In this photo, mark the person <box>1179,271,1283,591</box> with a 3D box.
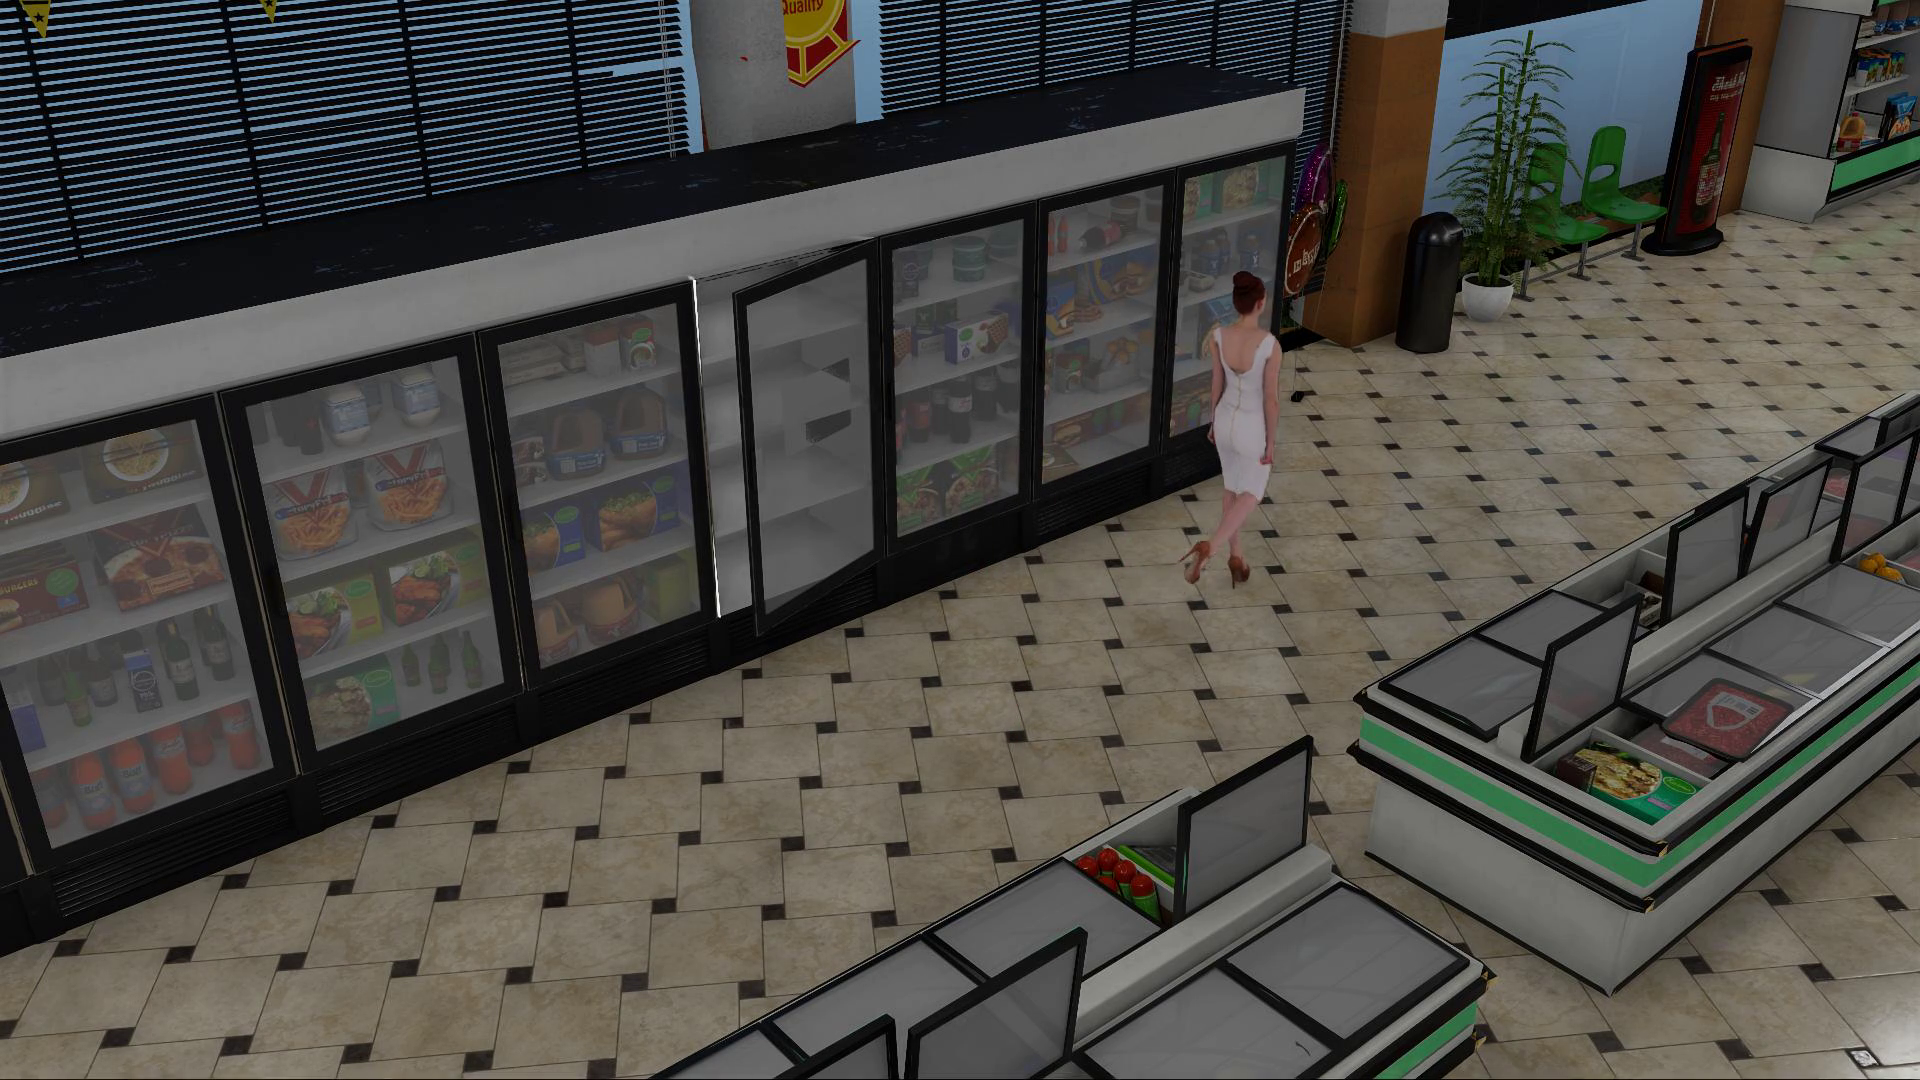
[{"bbox_3d":[1.382,-0.492,8.474,0.658,1.777,0.944,21,34,35],"label":"person"}]
